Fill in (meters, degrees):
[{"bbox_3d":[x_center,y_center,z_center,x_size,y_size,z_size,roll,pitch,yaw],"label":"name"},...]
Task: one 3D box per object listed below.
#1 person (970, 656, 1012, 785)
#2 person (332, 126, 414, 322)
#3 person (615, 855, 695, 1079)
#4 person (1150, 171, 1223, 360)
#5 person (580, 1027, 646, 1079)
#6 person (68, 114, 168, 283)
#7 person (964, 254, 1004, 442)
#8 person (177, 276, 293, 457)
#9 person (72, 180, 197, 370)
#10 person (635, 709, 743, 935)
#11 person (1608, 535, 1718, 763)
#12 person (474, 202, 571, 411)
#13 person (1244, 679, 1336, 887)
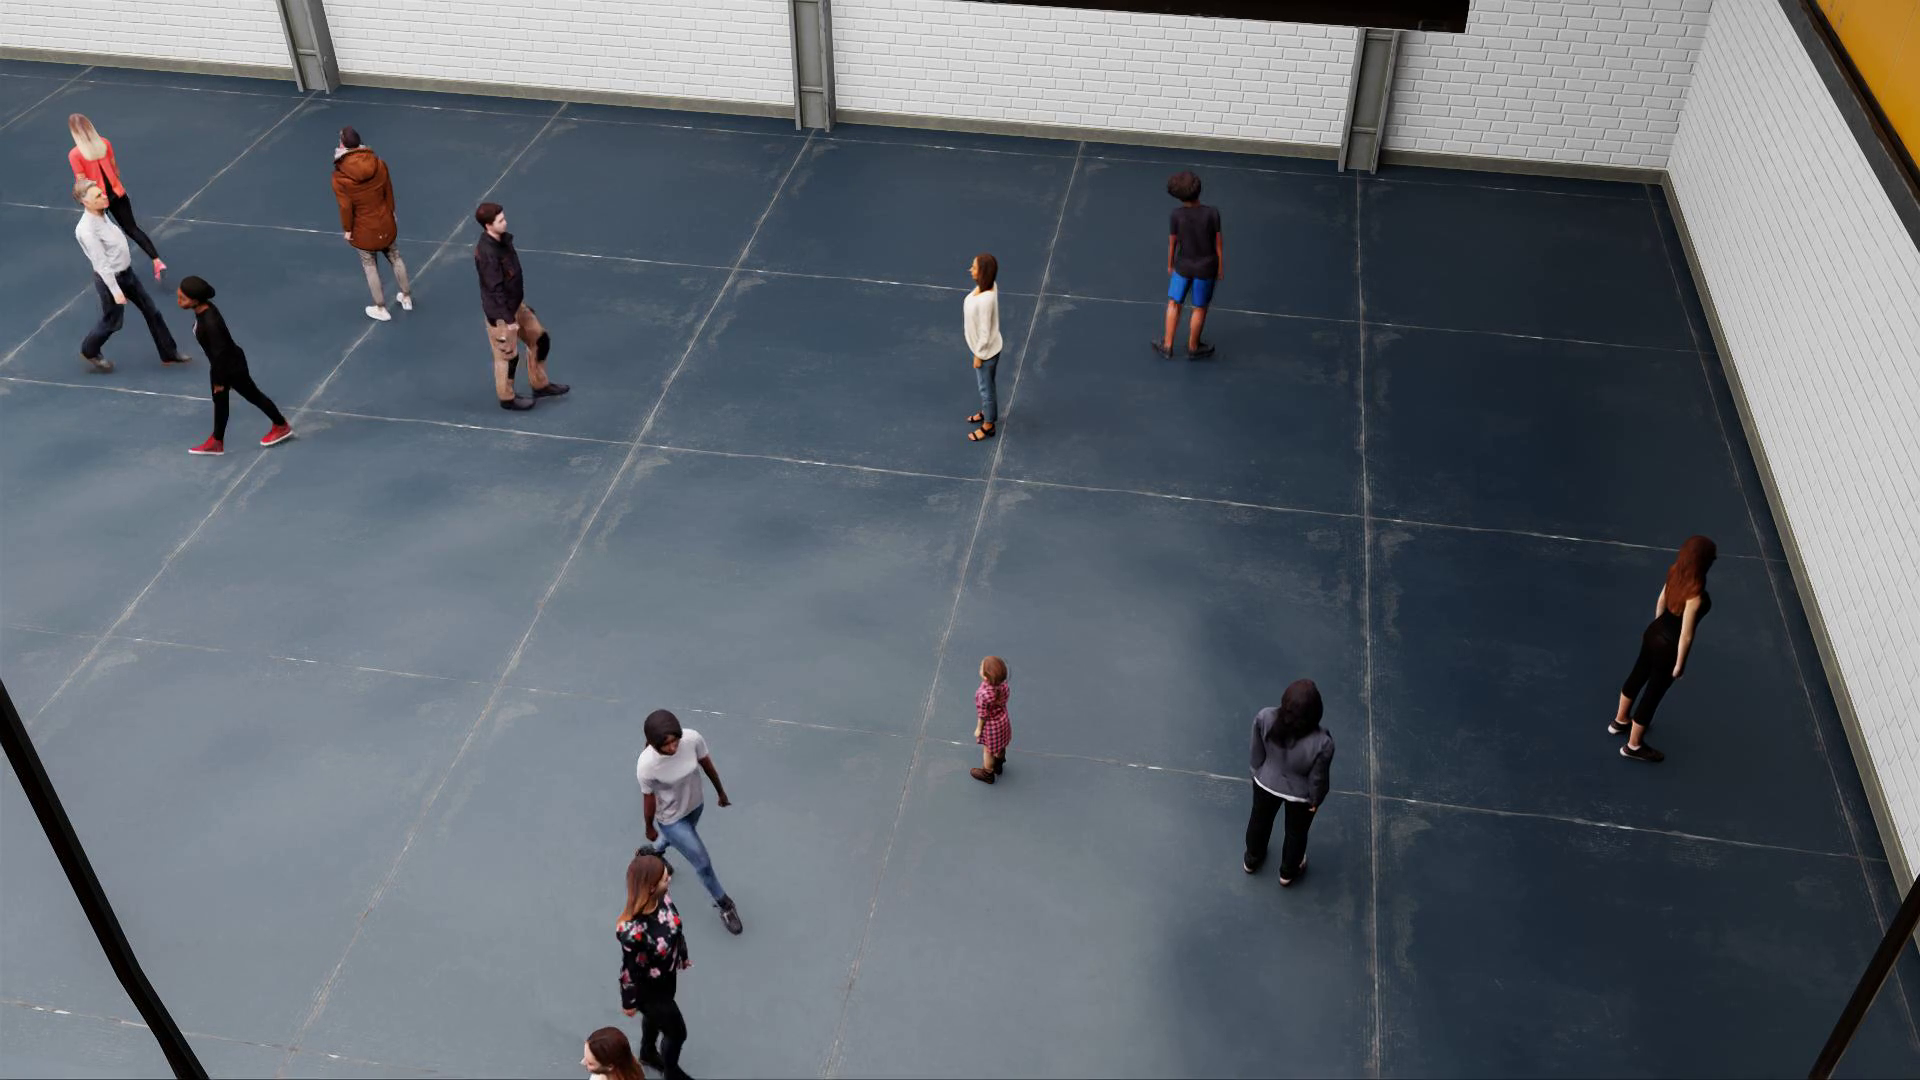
[{"bbox_3d":[0.201,1.145,10.644,0.539,1.021,0.500,28,46,31],"label":"person"},{"bbox_3d":[-5.307,-2.855,14.997,0.882,1.839,0.846,29,47,31],"label":"person"},{"bbox_3d":[-1.687,2.259,8.740,0.722,1.656,0.670,14,41,17],"label":"person"},{"bbox_3d":[2.072,-2.351,14.429,0.585,1.760,0.836,23,44,26],"label":"person"},{"bbox_3d":[-1.498,2.869,7.955,0.767,1.682,0.747,-14,41,-17],"label":"person"},{"bbox_3d":[-7.877,-3.130,15.479,1.175,1.666,0.867,22,43,25],"label":"person"},{"bbox_3d":[0.206,-1.586,13.534,0.588,1.683,0.648,0,39,1],"label":"person"},{"bbox_3d":[-5.800,-1.419,13.365,1.090,1.631,1.032,-23,44,-26],"label":"person"},{"bbox_3d":[-7.321,-2.221,14.244,1.241,1.787,0.848,-2,39,-3],"label":"person"},{"bbox_3d":[-1.670,1.537,9.626,1.204,1.678,1.022,26,45,29],"label":"person"},{"bbox_3d":[4.519,0.669,10.674,0.561,1.726,0.595,0,39,0],"label":"person"},{"bbox_3d":[-3.842,-1.916,13.765,0.880,1.909,0.793,0,39,0],"label":"person"},{"bbox_3d":[1.936,1.424,9.833,0.719,1.597,0.817,22,44,25],"label":"person"}]
